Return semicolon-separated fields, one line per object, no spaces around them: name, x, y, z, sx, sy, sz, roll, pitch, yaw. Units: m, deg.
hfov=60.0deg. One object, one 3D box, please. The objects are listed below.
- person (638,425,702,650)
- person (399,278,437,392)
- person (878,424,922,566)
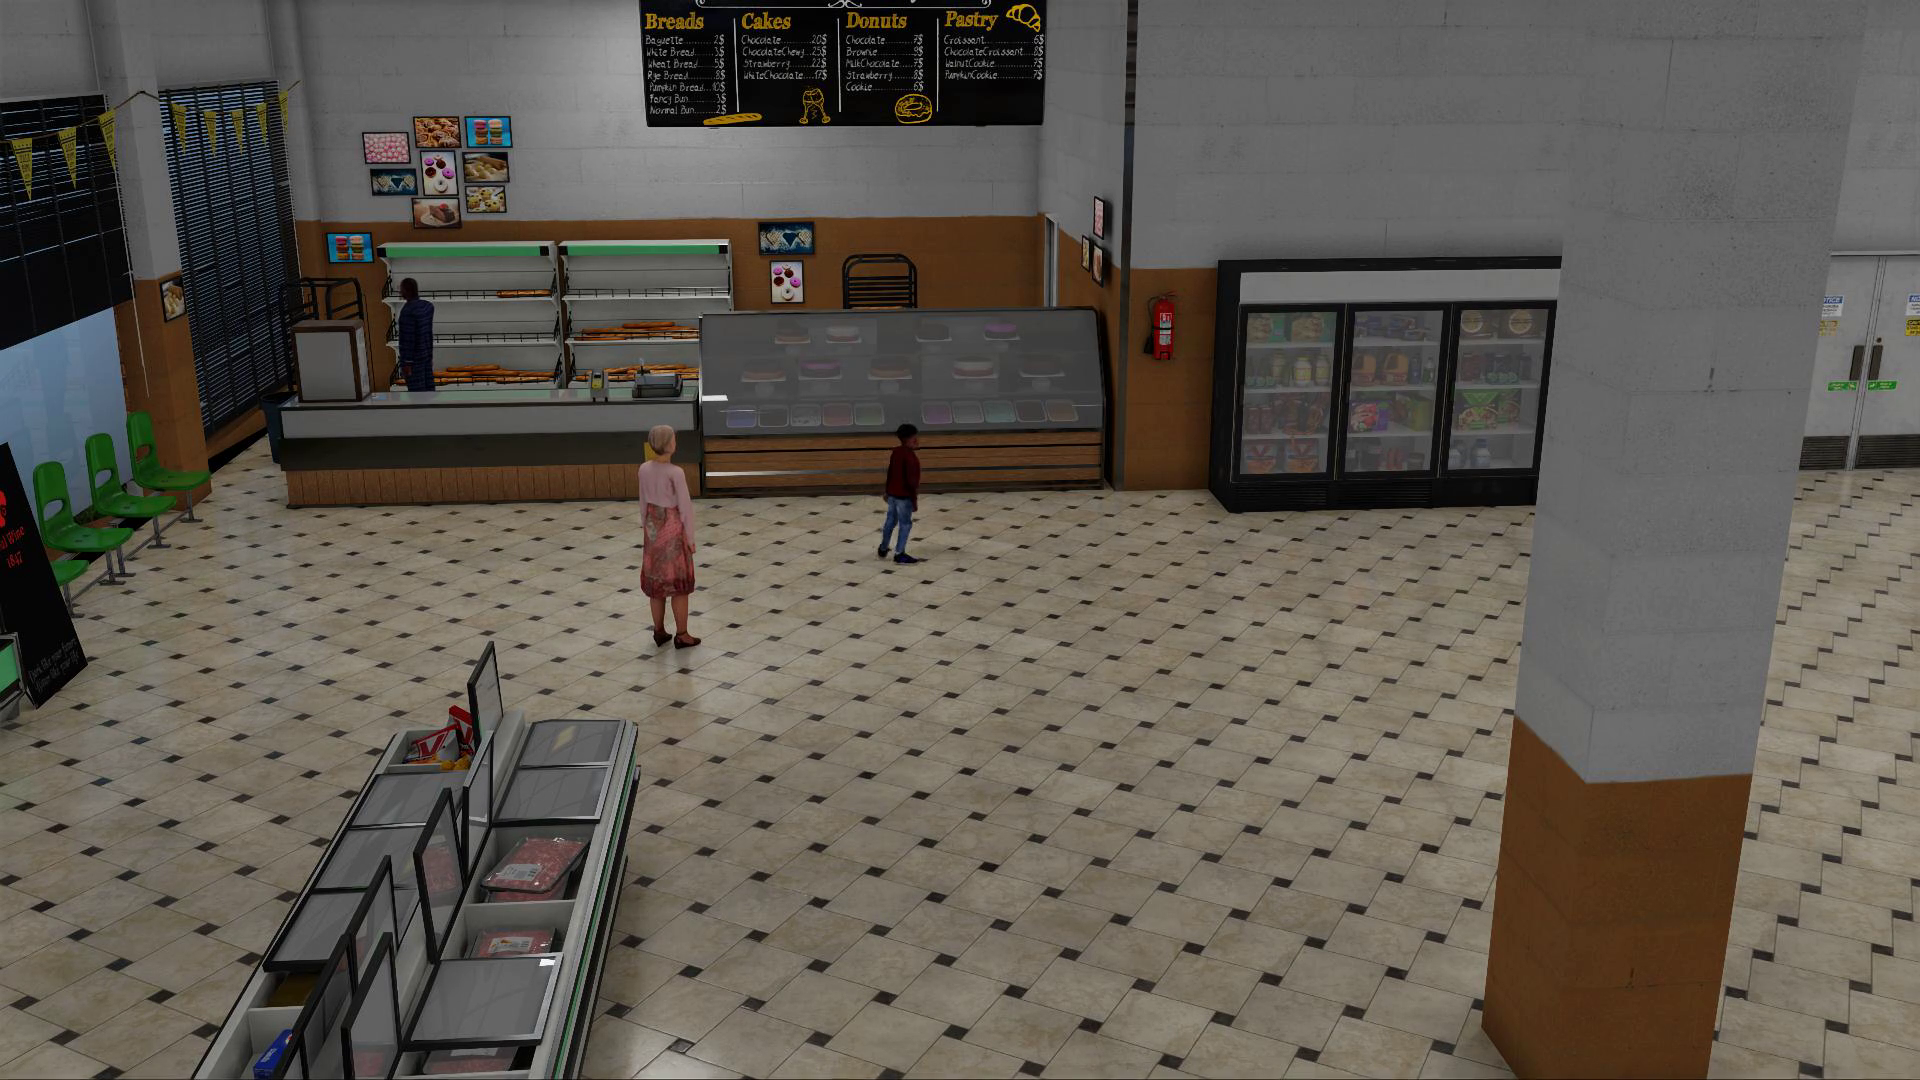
person;-2.160;-0.020;12.256;0.680;1.692;0.704;7;18;23
person;-6.086;-2.036;18.664;0.811;1.826;0.679;5;18;15
person;-0.544;-0.394;14.276;0.788;1.233;0.639;-16;23;-42
